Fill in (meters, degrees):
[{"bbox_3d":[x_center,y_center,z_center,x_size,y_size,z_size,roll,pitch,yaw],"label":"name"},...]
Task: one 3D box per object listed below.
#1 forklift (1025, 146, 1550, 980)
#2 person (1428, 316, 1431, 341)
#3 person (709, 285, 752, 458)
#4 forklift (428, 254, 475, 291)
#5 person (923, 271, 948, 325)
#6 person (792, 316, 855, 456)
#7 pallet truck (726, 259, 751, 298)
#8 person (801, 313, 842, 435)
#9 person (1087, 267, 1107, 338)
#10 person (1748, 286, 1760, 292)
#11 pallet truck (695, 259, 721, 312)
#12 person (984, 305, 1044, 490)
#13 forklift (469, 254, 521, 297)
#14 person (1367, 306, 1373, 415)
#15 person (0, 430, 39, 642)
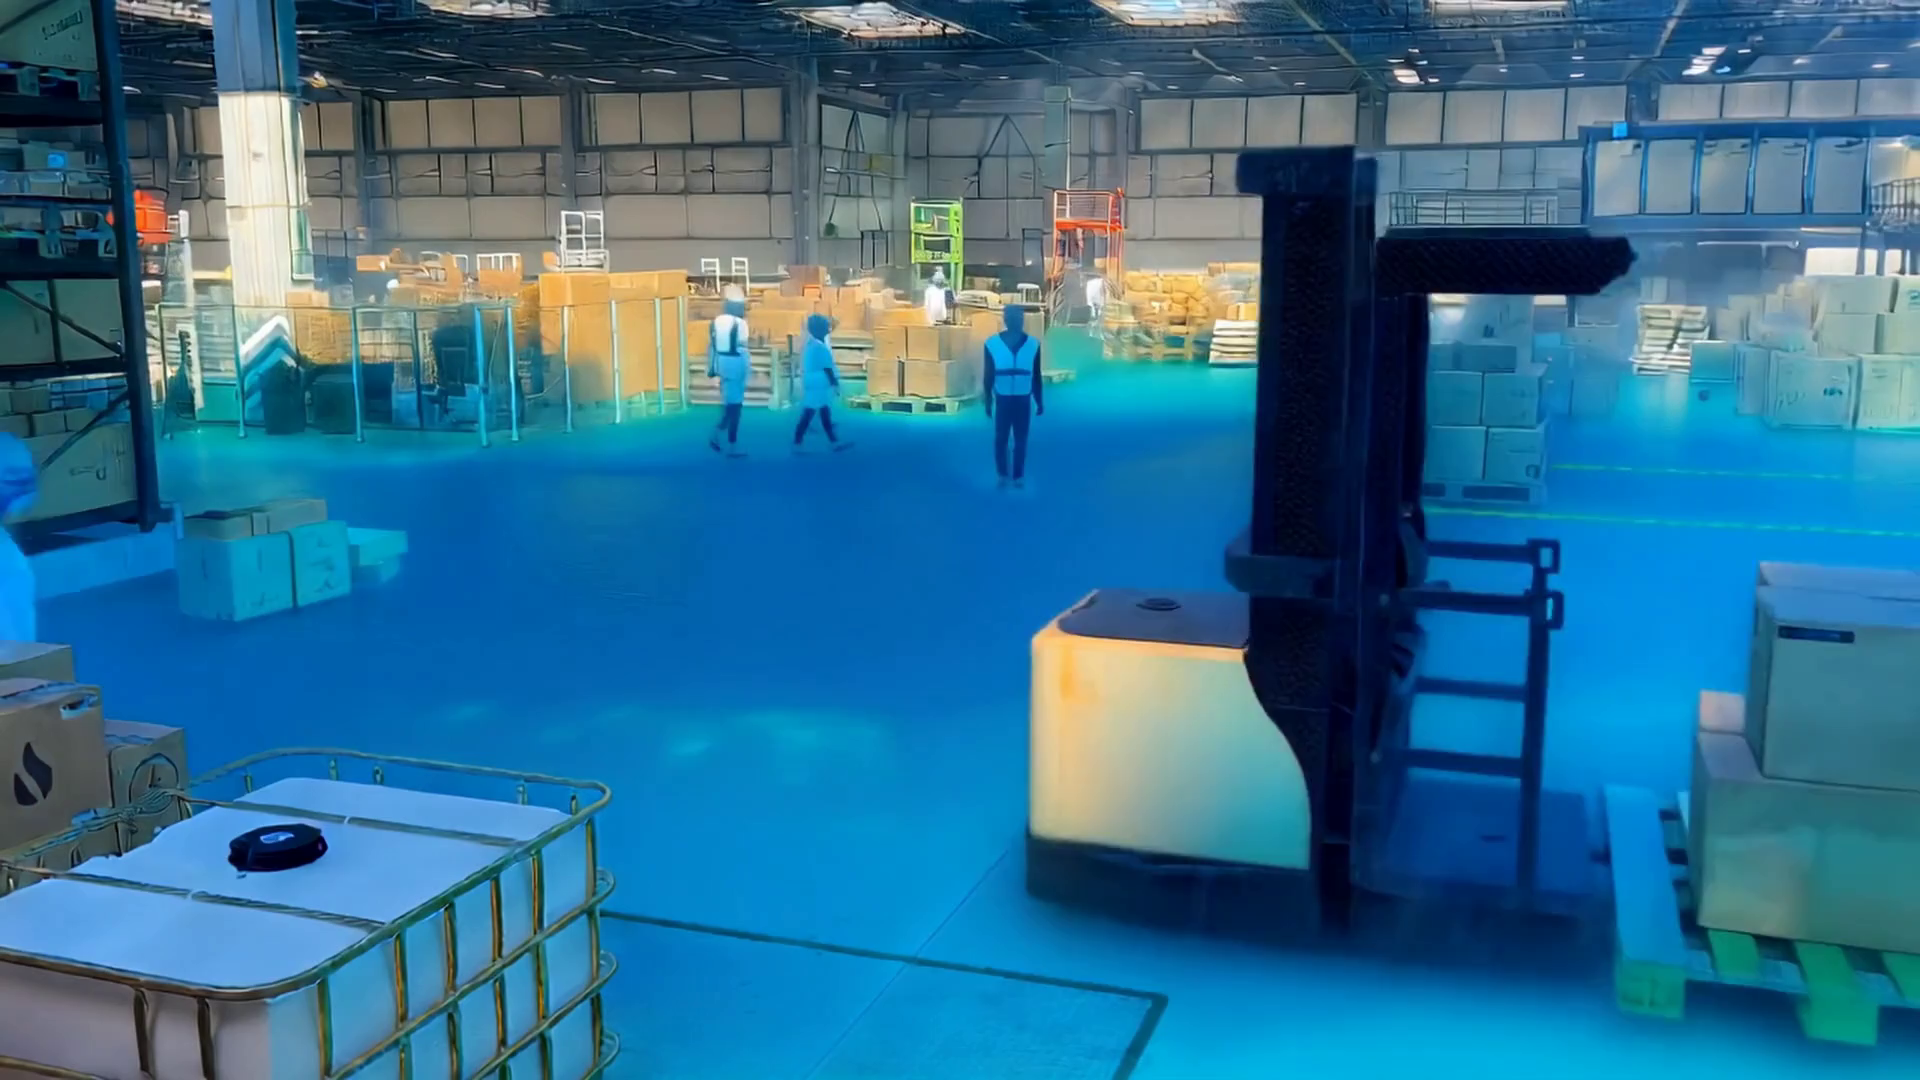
[{"bbox_3d":[1.274,-0.017,6.168,1.873,2.768,1.129,3,11,19],"label":"forklift"},{"bbox_3d":[6.186,-2.479,22.749,0.767,1.925,0.476,-3,11,-17],"label":"person"},{"bbox_3d":[-2.658,-1.970,19.543,0.629,2.031,0.428,8,13,39],"label":"person"},{"bbox_3d":[-20.133,-10.254,65.465,1.157,1.987,2.680,3,11,19],"label":"forklift"},{"bbox_3d":[-0.585,-4.763,35.508,0.628,1.966,0.869,-9,14,-42],"label":"person"},{"bbox_3d":[-1.648,-1.827,19.791,0.847,1.655,0.549,-4,11,-19],"label":"person"},{"bbox_3d":[-7.986,-9.493,62.019,0.823,1.965,1.885,3,11,17],"label":"pallet truck"},{"bbox_3d":[-1.814,-2.198,22.046,0.754,1.607,0.515,-9,14,-42],"label":"person"},{"bbox_3d":[3.685,-6.391,44.773,0.550,1.919,0.666,4,11,20],"label":"person"},{"bbox_3d":[27.438,-8.513,57.532,0.497,1.625,0.287,6,12,31],"label":"person"},{"bbox_3d":[-9.165,-9.627,62.776,0.823,1.965,1.885,4,11,23],"label":"pallet truck"},{"bbox_3d":[0.552,-1.444,16.972,0.597,1.899,0.559,-1,10,-6],"label":"person"},{"bbox_3d":[-17.990,-10.121,64.684,1.157,1.987,2.680,3,11,17],"label":"forklift"},{"bbox_3d":[5.940,-2.811,24.561,0.550,1.935,0.375,5,11,26],"label":"person"},{"bbox_3d":[-3.299,0.586,5.507,0.647,1.911,0.657,-7,12,-34],"label":"person"}]
